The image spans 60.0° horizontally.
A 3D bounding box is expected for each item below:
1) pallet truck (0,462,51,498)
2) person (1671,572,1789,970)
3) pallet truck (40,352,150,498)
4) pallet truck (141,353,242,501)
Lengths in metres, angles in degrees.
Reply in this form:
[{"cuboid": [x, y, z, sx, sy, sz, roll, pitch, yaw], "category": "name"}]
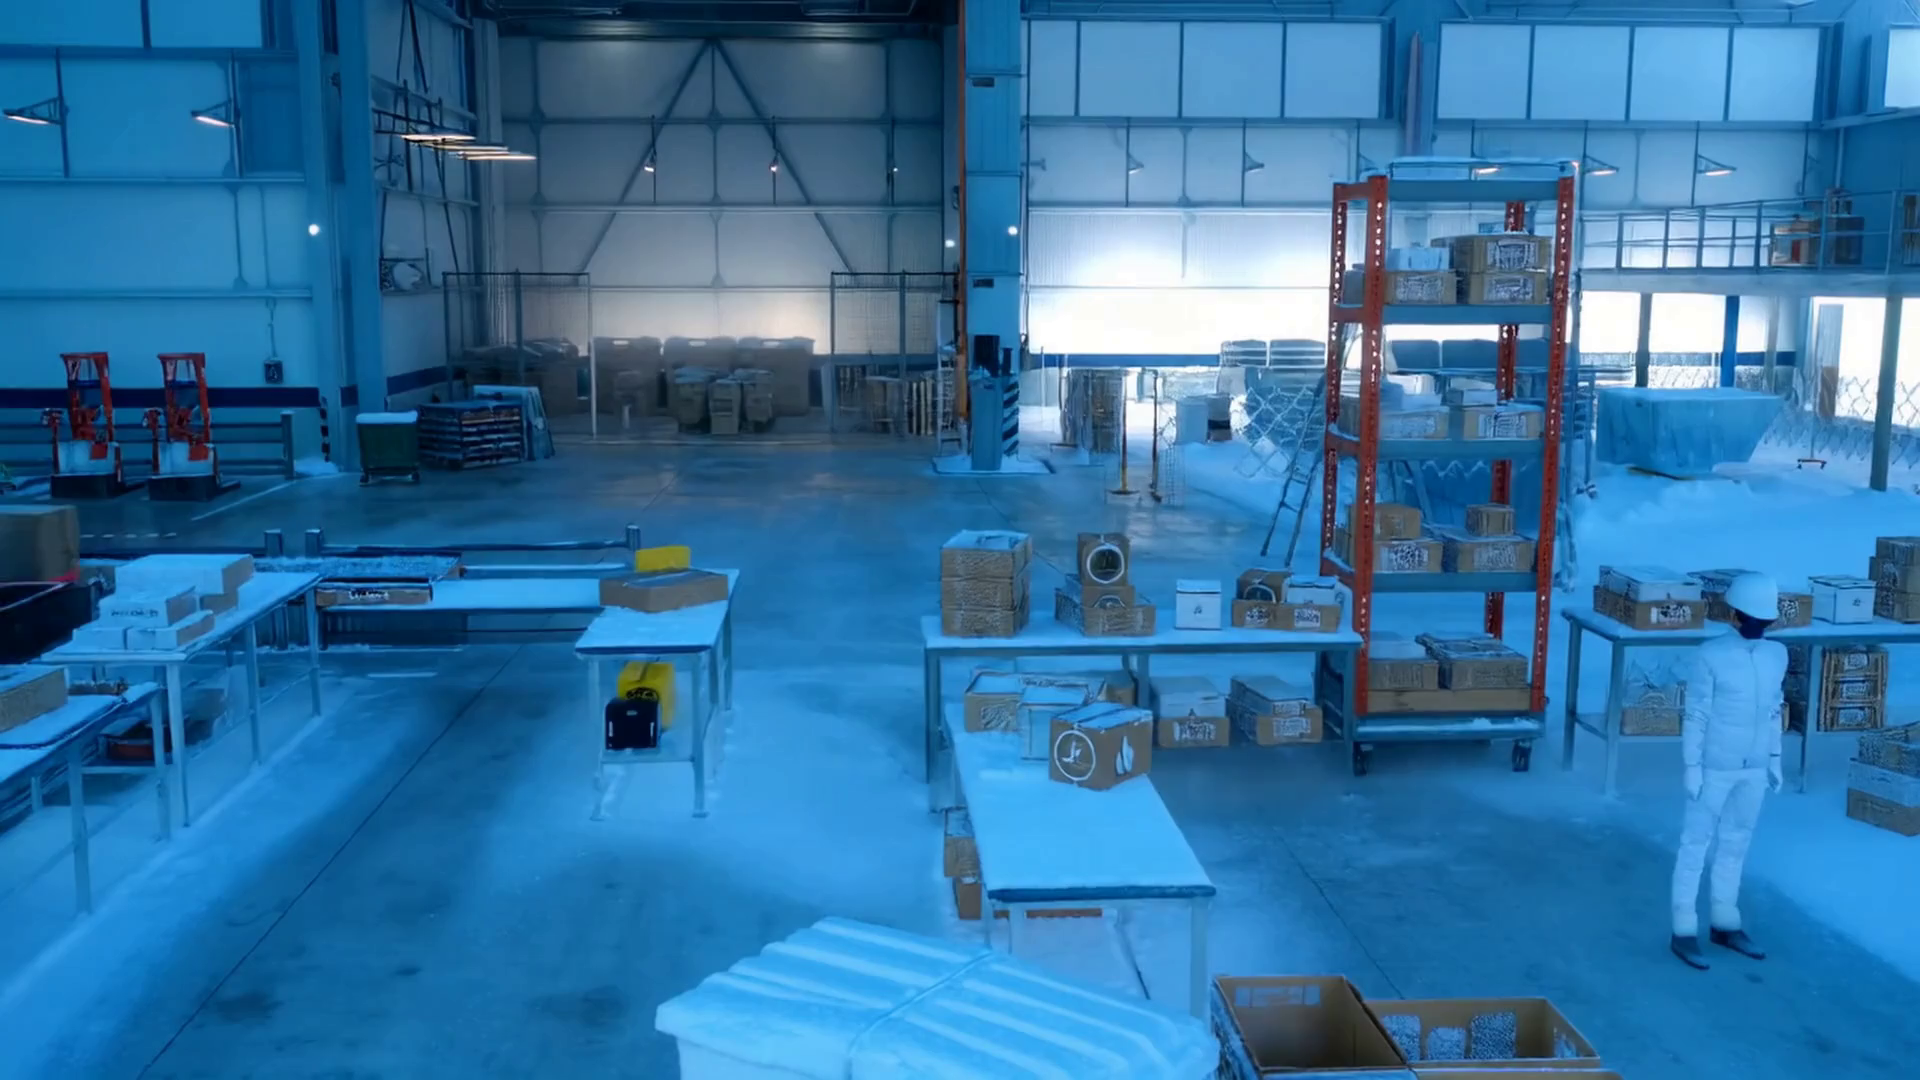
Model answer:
[{"cuboid": [-13.193, -1.293, 23.148, 0.653, 1.274, 1.630, -1, 9, -4], "category": "pallet truck"}, {"cuboid": [3.413, 1.000, 7.317, 0.526, 1.761, 0.337, -3, 10, -19], "category": "person"}, {"cuboid": [-11.907, -1.642, 23.165, 0.823, 1.965, 1.885, 0, 9, 0], "category": "pallet truck"}, {"cuboid": [-10.520, -1.604, 22.925, 0.823, 1.965, 1.885, -1, 9, -6], "category": "pallet truck"}]
